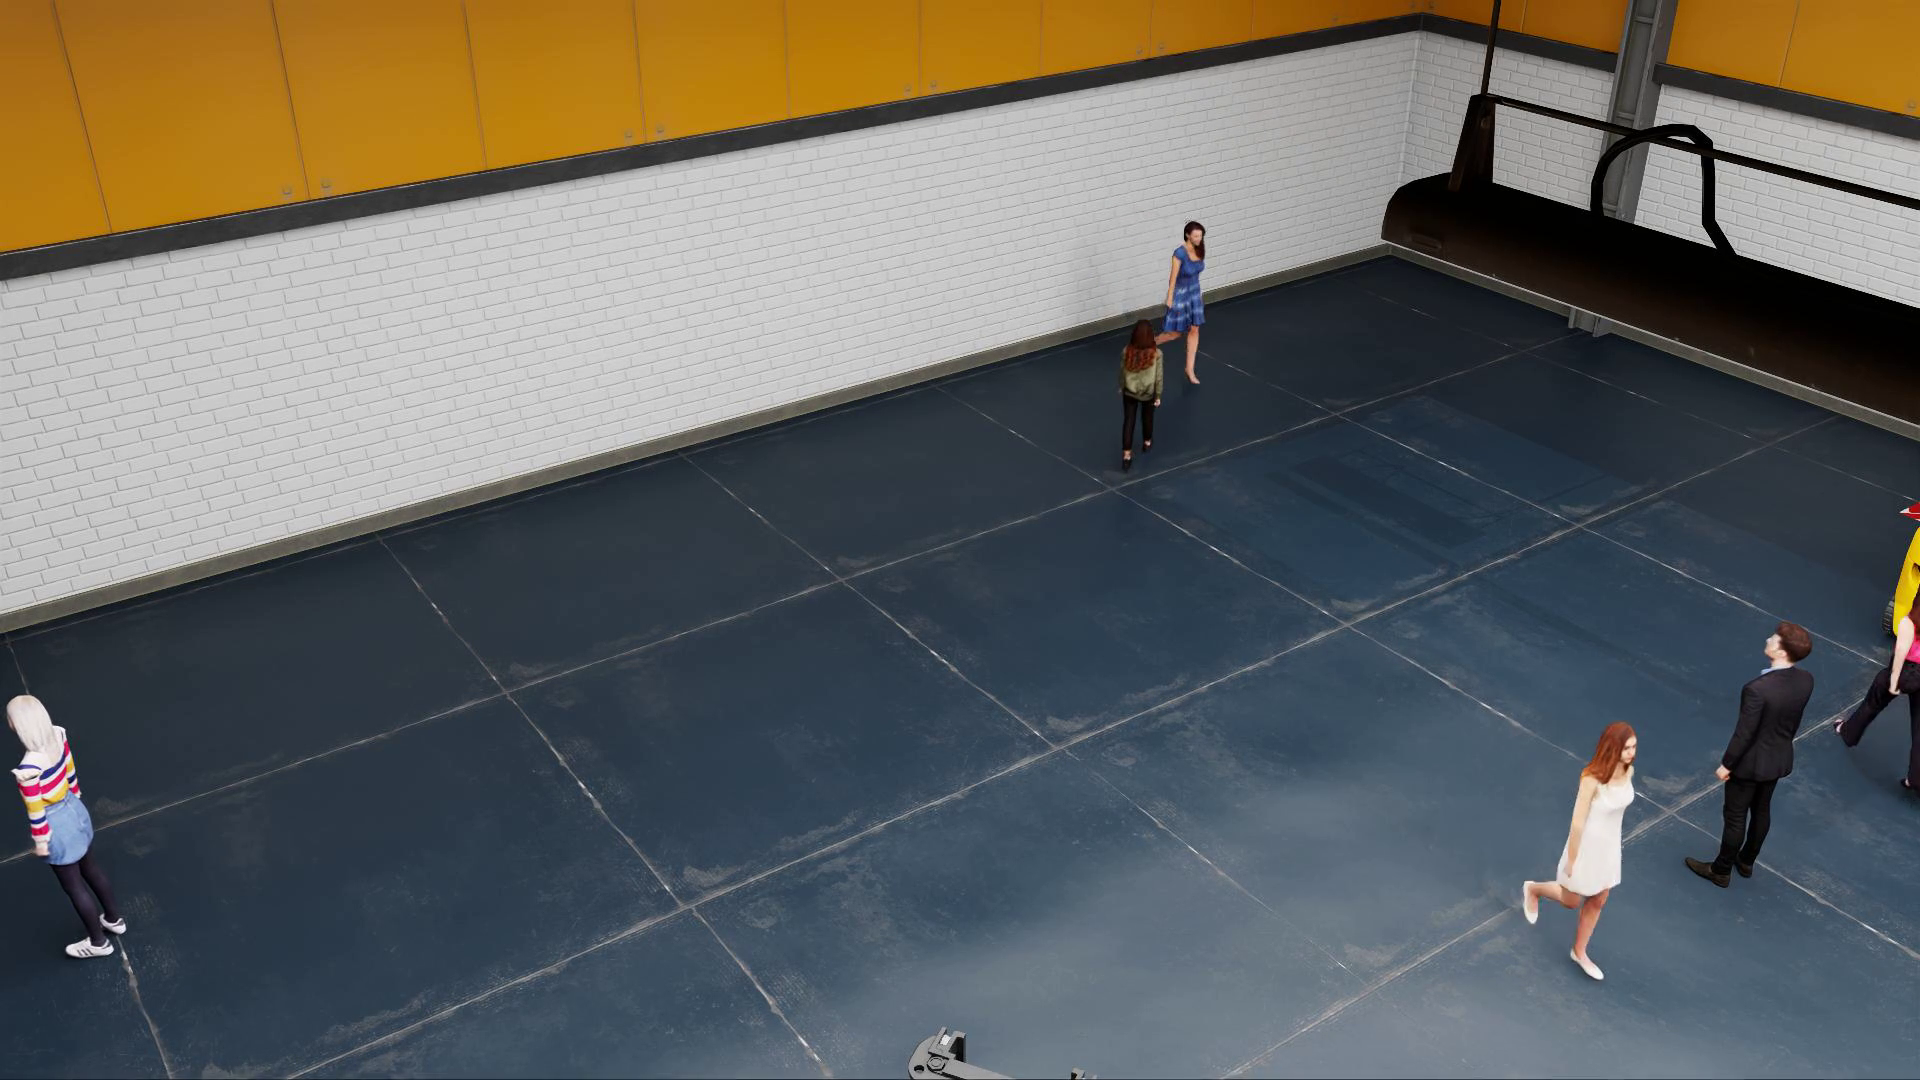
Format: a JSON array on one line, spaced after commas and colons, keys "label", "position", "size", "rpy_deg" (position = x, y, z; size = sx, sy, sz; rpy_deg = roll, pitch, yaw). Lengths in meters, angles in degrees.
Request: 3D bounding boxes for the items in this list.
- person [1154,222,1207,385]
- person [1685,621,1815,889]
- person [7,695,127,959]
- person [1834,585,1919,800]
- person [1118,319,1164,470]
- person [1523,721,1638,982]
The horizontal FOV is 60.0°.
[{"label": "person", "position": [2.315, -2.525, 17.618], "size": [0.990, 1.782, 0.728], "rpy_deg": [24, 37, 37]}, {"label": "person", "position": [5.000, 1.346, 10.402], "size": [0.731, 1.896, 0.665], "rpy_deg": [-12, 31, -21]}, {"label": "person", "position": [-5.323, 1.687, 9.870], "size": [0.771, 1.808, 0.644], "rpy_deg": [-1, 29, -2]}, {"label": "person", "position": [6.538, 1.001, 11.333], "size": [0.971, 1.611, 1.194], "rpy_deg": [-2, 29, -4]}, {"label": "person", "position": [1.689, -1.374, 15.860], "size": [0.960, 1.445, 0.990], "rpy_deg": [8, 30, 14]}, {"label": "person", "position": [3.681, 1.765, 9.838], "size": [0.685, 1.701, 0.944], "rpy_deg": [-11, 30, -19]}]
